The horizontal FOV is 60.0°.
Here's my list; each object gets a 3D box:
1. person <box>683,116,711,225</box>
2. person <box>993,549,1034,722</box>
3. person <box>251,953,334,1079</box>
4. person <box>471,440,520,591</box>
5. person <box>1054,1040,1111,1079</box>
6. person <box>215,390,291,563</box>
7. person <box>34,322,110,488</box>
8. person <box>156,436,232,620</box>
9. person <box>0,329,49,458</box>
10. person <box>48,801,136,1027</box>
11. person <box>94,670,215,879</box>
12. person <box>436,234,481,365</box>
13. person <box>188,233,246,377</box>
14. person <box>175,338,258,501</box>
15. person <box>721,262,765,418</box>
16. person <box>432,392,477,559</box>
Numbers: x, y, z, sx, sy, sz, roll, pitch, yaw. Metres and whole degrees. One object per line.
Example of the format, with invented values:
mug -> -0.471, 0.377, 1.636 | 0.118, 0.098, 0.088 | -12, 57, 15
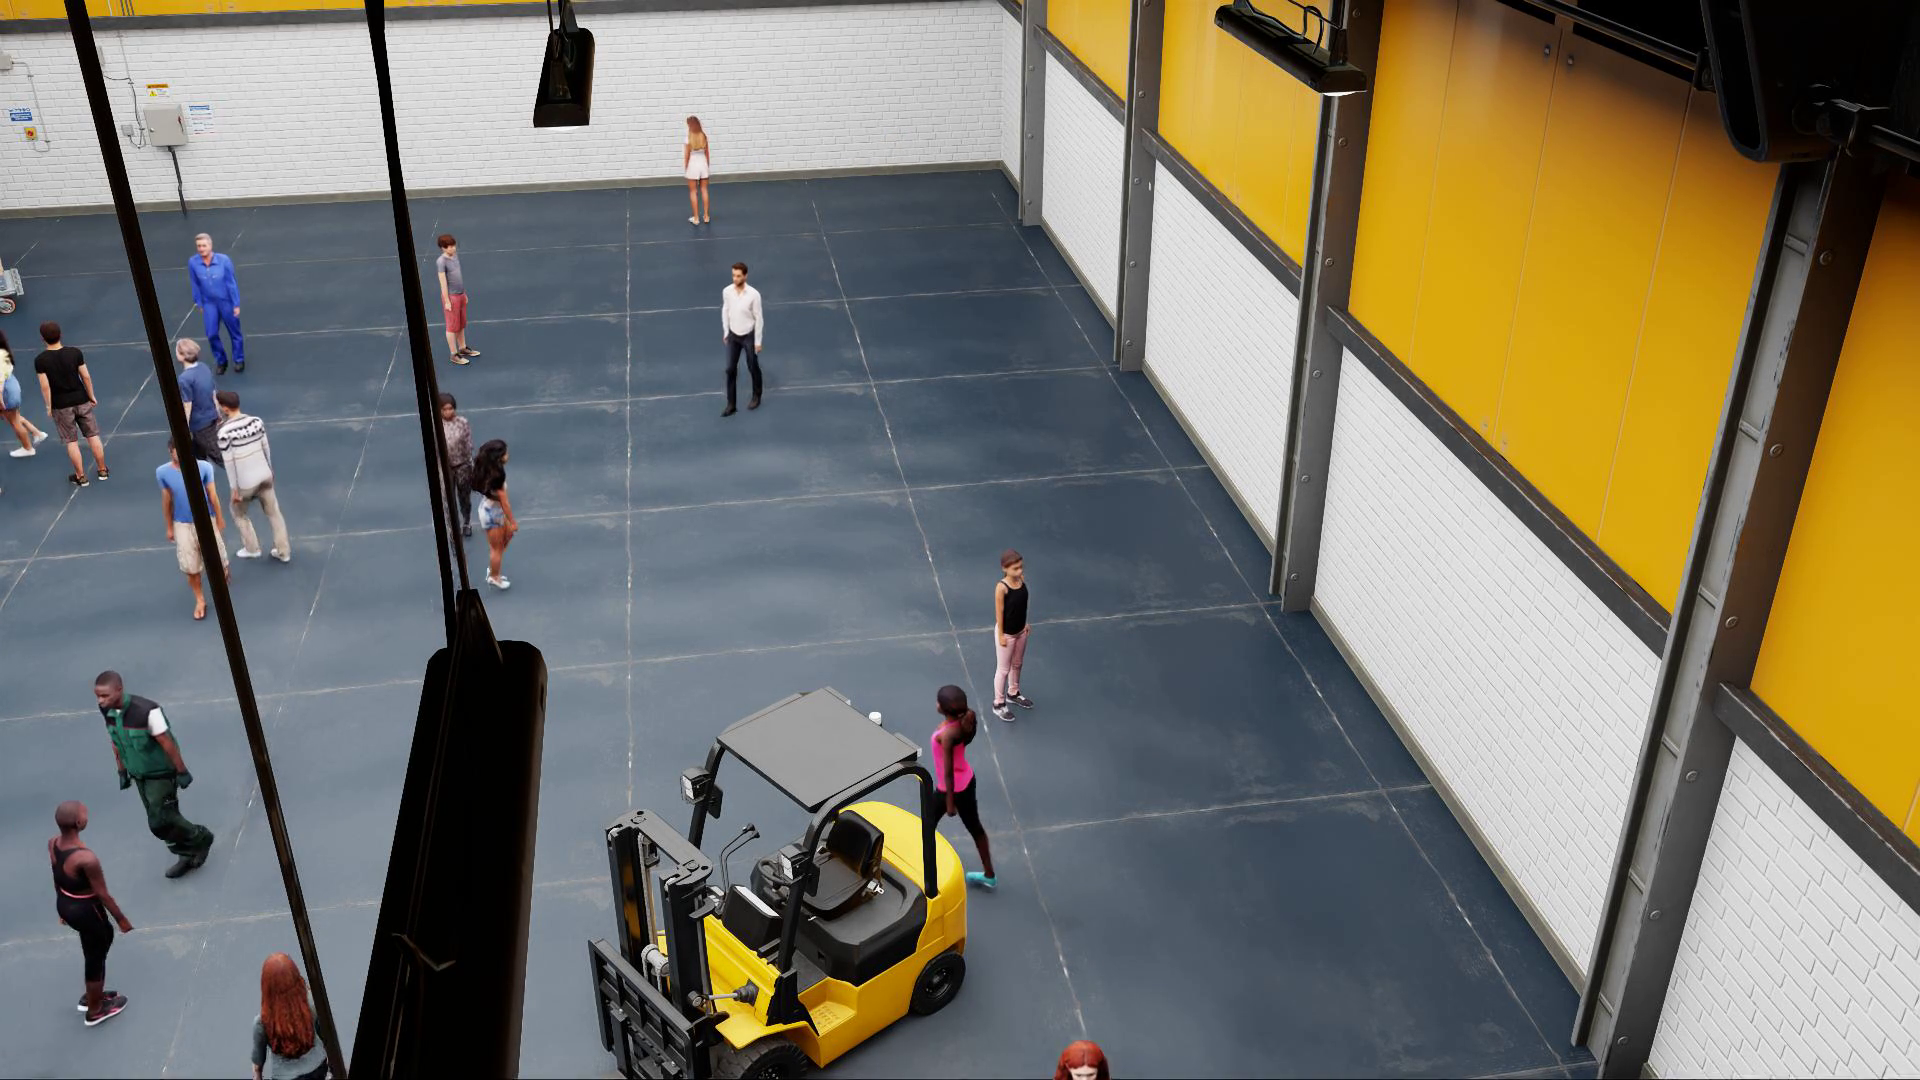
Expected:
person -> -4.117, -5.800, 26.046 | 0.665, 1.689, 0.670 | -14, 32, -24
person -> 0.434, 0.775, 14.121 | 0.664, 1.565, 0.616 | 23, 36, 35
person -> -3.757, 3.166, 9.597 | 1.200, 1.699, 1.062 | 23, 36, 36
person -> -4.507, -0.185, 15.851 | 0.745, 1.593, 0.648 | -17, 33, -28
person -> 0.650, 3.387, 9.130 | 0.642, 1.759, 0.973 | -2, 29, -3
person -> -6.898, -0.576, 16.321 | 1.014, 1.830, 0.954 | 18, 33, 29
person -> -9.603, -1.479, 17.944 | 0.764, 1.862, 0.778 | -24, 37, -37
person -> -7.165, -0.203, 15.625 | 0.674, 1.842, 0.838 | -4, 29, -7
person -> -10.524, -1.654, 18.524 | 0.778, 1.612, 0.651 | -9, 30, -16
person -> -5.761, 2.492, 10.794 | 0.753, 1.737, 0.807 | 15, 32, 25
person -> -5.870, 1.658, 12.245 | 0.883, 1.811, 0.916 | 10, 30, 17
person -> -6.432, -3.081, 21.101 | 0.720, 1.651, 0.604 | 8, 30, 14
person -> -9.222, -2.986, 20.755 | 0.736, 1.815, 0.674 | -7, 29, -12
person -> -7.865, -1.198, 17.475 | 0.950, 1.817, 1.208 | 3, 29, 6
person -> -2.526, -2.423, 19.686 | 0.950, 1.850, 1.084 | 8, 30, 15
person -> -5.079, -0.719, 16.752 | 0.669, 1.669, 1.126 | -7, 29, -13
